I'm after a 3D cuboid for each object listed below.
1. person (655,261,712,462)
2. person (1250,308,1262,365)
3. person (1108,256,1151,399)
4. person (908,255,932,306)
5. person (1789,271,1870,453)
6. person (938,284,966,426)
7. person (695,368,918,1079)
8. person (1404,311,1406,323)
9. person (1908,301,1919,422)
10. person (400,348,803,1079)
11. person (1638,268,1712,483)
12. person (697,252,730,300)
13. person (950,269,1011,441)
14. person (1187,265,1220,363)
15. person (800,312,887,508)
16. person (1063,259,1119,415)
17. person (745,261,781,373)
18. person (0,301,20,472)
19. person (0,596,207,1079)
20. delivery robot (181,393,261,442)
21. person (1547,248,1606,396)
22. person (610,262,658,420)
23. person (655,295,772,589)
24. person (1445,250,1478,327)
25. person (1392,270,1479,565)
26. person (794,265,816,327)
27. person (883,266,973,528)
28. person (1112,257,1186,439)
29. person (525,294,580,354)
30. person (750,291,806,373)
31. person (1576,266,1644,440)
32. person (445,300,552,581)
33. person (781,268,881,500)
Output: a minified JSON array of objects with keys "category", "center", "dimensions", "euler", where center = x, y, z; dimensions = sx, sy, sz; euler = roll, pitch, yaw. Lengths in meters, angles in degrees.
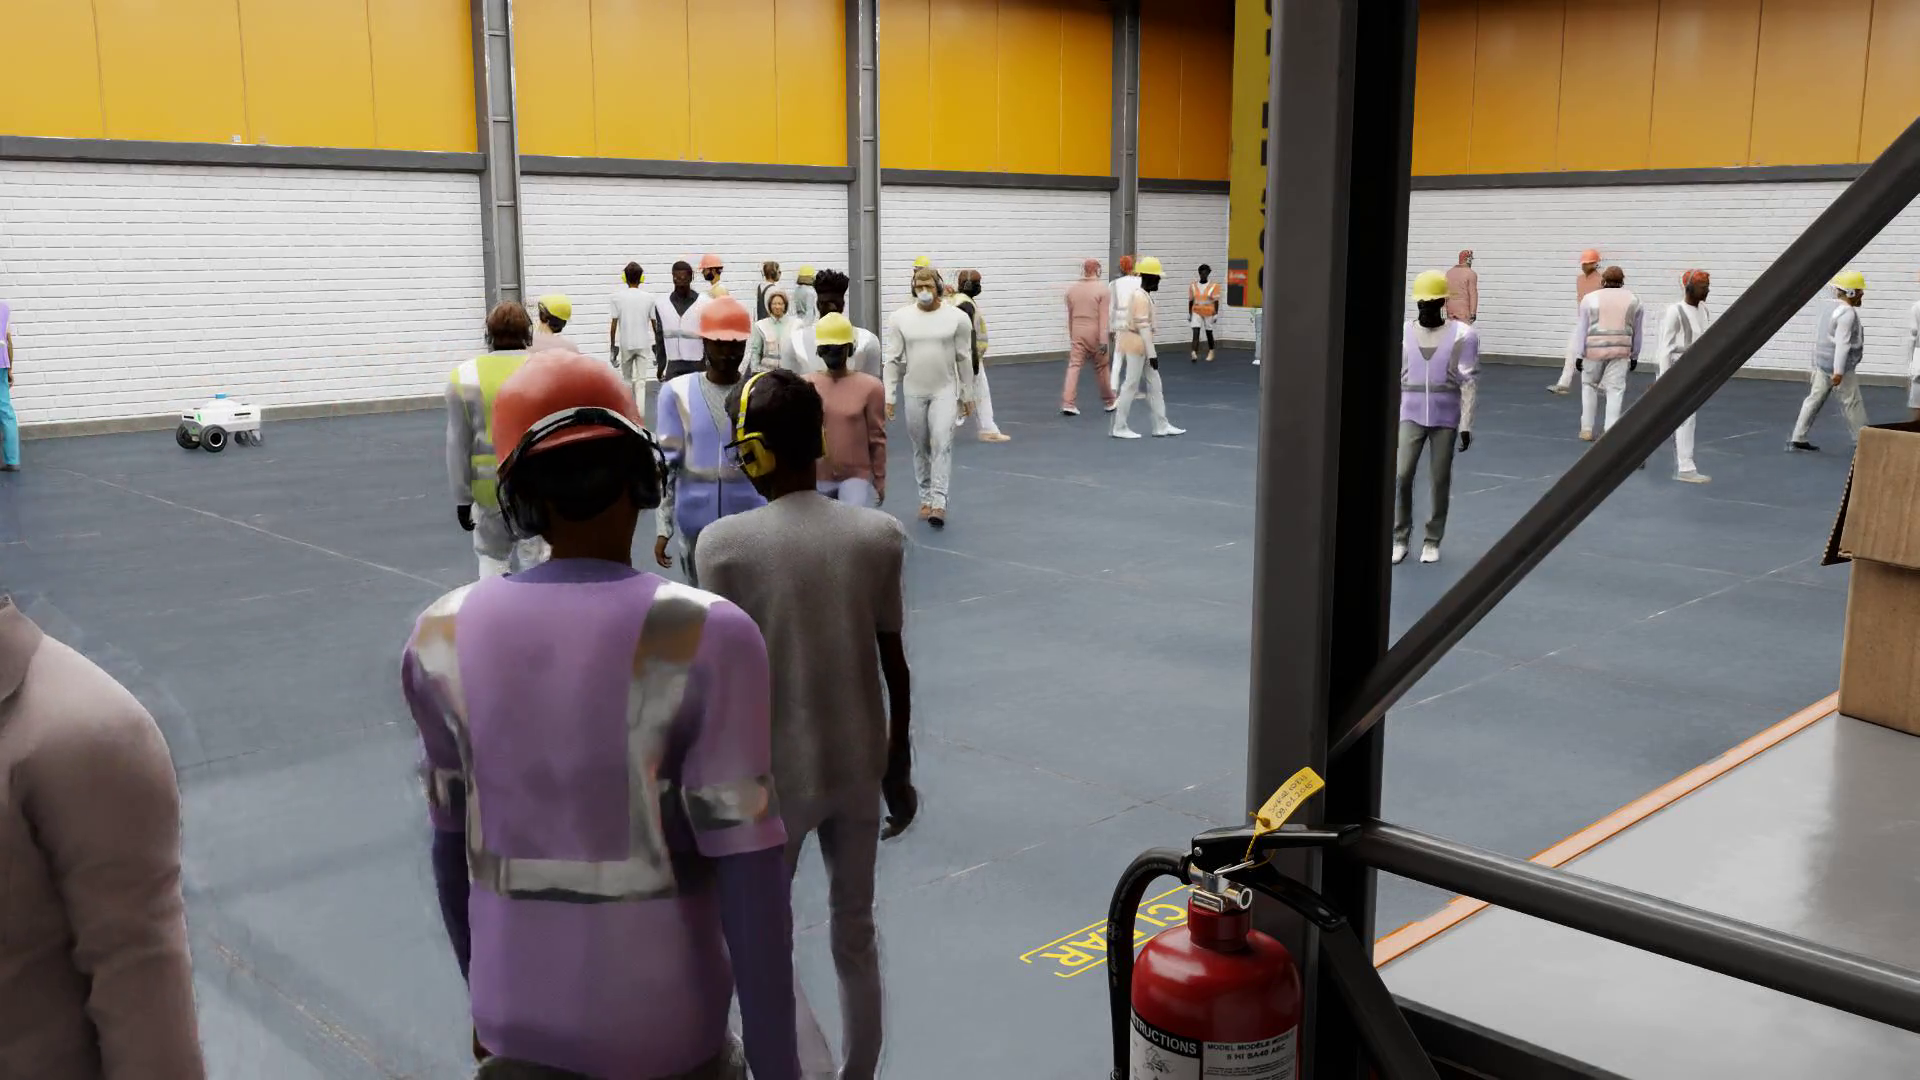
[{"category":"person","center":[-2.574,-1.628,15.438],"dimensions":[0.625,1.880,0.910],"euler":[1,10,7]},{"category":"person","center":[5.048,-3.712,27.496],"dimensions":[0.506,1.633,0.279],"euler":[0,10,1]},{"category":"person","center":[2.203,-2.758,21.703],"dimensions":[0.625,1.858,0.400],"euler":[6,12,30]},{"category":"person","center":[-0.558,-3.228,24.299],"dimensions":[0.404,1.836,0.600],"euler":[0,10,0]},{"category":"person","center":[8.607,-1.711,16.194],"dimensions":[0.929,1.784,0.603],"euler":[1,10,8]},{"category":"person","center":[-0.105,-1.982,18.136],"dimensions":[0.503,1.612,0.686],"euler":[2,11,13]},{"category":"person","center":[-0.330,0.544,3.700],"dimensions":[0.575,1.848,0.421],"euler":[-5,12,-26]},{"category":"person","center":[5.666,-2.735,22.189],"dimensions":[0.550,1.622,0.389],"euler":[1,10,8]},{"category":"person","center":[8.573,-1.477,14.529],"dimensions":[0.657,1.913,0.547],"euler":[-6,12,-32]},{"category":"person","center":[-0.528,0.705,2.542],"dimensions":[0.677,1.964,1.078],"euler":[3,11,14]},{"category":"person","center":[6.282,-1.451,14.600],"dimensions":[0.582,1.859,0.802],"euler":[-8,13,-35]},{"category":"person","center":[-2.801,-2.315,19.053],"dimensions":[0.372,1.934,0.551],"euler":[-2,11,-13]},{"category":"person","center":[0.017,-1.887,17.160],"dimensions":[0.966,1.800,0.622],"euler":[0,10,2]},{"category":"person","center":[4.090,-3.796,27.908],"dimensions":[0.567,1.648,0.892],"euler":[4,11,19]},{"category":"person","center":[-0.646,-0.343,8.852],"dimensions":[0.532,1.744,0.745],"euler":[1,10,4]},{"category":"person","center":[1.558,-2.420,19.868],"dimensions":[0.659,1.851,1.055],"euler":[8,13,38]},{"category":"person","center":[-2.509,-2.729,21.681],"dimensions":[0.945,1.812,0.510],"euler":[-10,14,-44]},{"category":"person","center":[-8.671,-1.486,14.803],"dimensions":[0.388,1.838,0.563],"euler":[4,11,23]},{"category":"person","center":[-1.369,0.812,2.169],"dimensions":[0.658,1.872,0.729],"euler":[4,11,23]},{"category":"delivery robot","center":[-7.386,-1.229,16.646],"dimensions":[0.477,0.478,0.707],"euler":[7,13,34]},{"category":"person","center":[8.236,-2.849,21.926],"dimensions":[0.963,1.944,0.645],"euler":[-4,11,-21]},{"category":"person","center":[-3.468,-2.045,17.828],"dimensions":[0.542,1.839,0.776],"euler":[-1,10,-7]},{"category":"person","center":[-1.025,-0.113,7.188],"dimensions":[0.553,1.897,0.994],"euler":[-1,10,-5]},{"category":"person","center":[8.030,-3.674,26.572],"dimensions":[0.402,1.902,0.640],"euler":[-6,12,-29]},{"category":"person","center":[3.015,-0.771,10.722],"dimensions":[0.597,1.901,0.658],"euler":[5,11,24]},{"category":"person","center":[-2.050,-2.924,22.967],"dimensions":[0.837,1.702,0.515],"euler":[-7,13,-35]},{"category":"person","center":[-0.247,-1.041,12.214],"dimensions":[0.653,1.892,0.971],"euler":[1,10,6]},{"category":"person","center":[2.001,-1.987,17.364],"dimensions":[0.871,1.889,0.612],"euler":[2,11,11]},{"category":"person","center":[-3.053,-0.888,11.863],"dimensions":[0.696,1.718,0.365],"euler":[-1,10,-6]},{"category":"person","center":[-1.700,-1.522,15.608],"dimensions":[0.543,1.597,0.832],"euler":[0,10,0]},{"category":"person","center":[6.668,-1.906,17.153],"dimensions":[0.658,1.811,0.772],"euler":[2,11,12]},{"category":"person","center":[-2.121,-0.235,8.009],"dimensions":[0.638,1.825,0.456],"euler":[-3,11,-14]},{"category":"person","center":[-0.772,-0.656,9.987],"dimensions":[0.609,1.945,0.766],"euler":[-1,10,-6]}]
